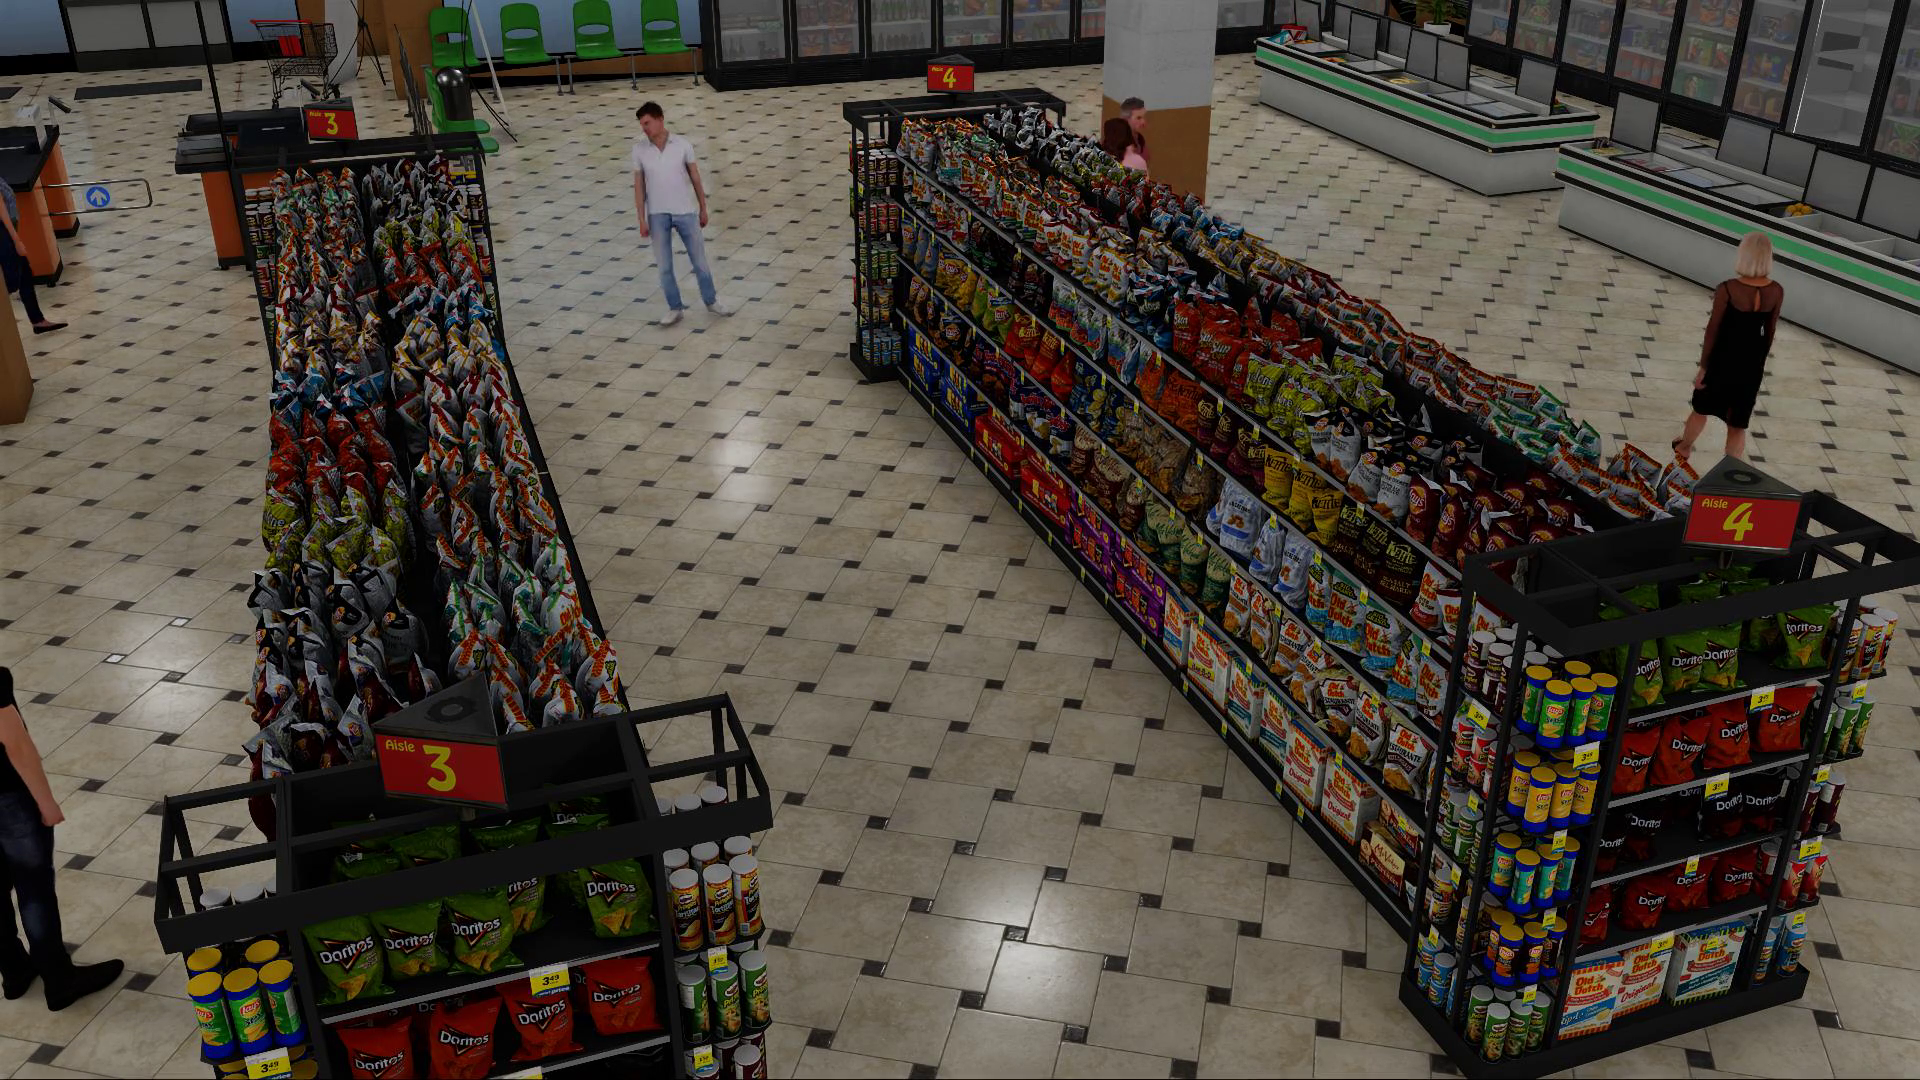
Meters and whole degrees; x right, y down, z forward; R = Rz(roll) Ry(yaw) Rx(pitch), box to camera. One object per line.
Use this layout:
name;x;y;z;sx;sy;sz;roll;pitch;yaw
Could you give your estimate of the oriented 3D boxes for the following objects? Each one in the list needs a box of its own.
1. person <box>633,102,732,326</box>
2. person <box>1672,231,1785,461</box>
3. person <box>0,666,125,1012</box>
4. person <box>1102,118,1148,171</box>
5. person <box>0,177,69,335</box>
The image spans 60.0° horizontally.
person;-2.287;-2.623;13.416;0.914;1.818;0.779;-9;28;-17
person;4.856;-1.021;10.381;0.912;1.705;1.130;2;27;4
person;-3.670;0.944;6.297;0.750;1.895;0.791;10;29;19
person;1.282;-2.343;12.908;0.705;1.777;0.830;-15;30;-27
person;-7.599;-2.365;13.033;0.861;1.703;0.994;-21;33;-35
